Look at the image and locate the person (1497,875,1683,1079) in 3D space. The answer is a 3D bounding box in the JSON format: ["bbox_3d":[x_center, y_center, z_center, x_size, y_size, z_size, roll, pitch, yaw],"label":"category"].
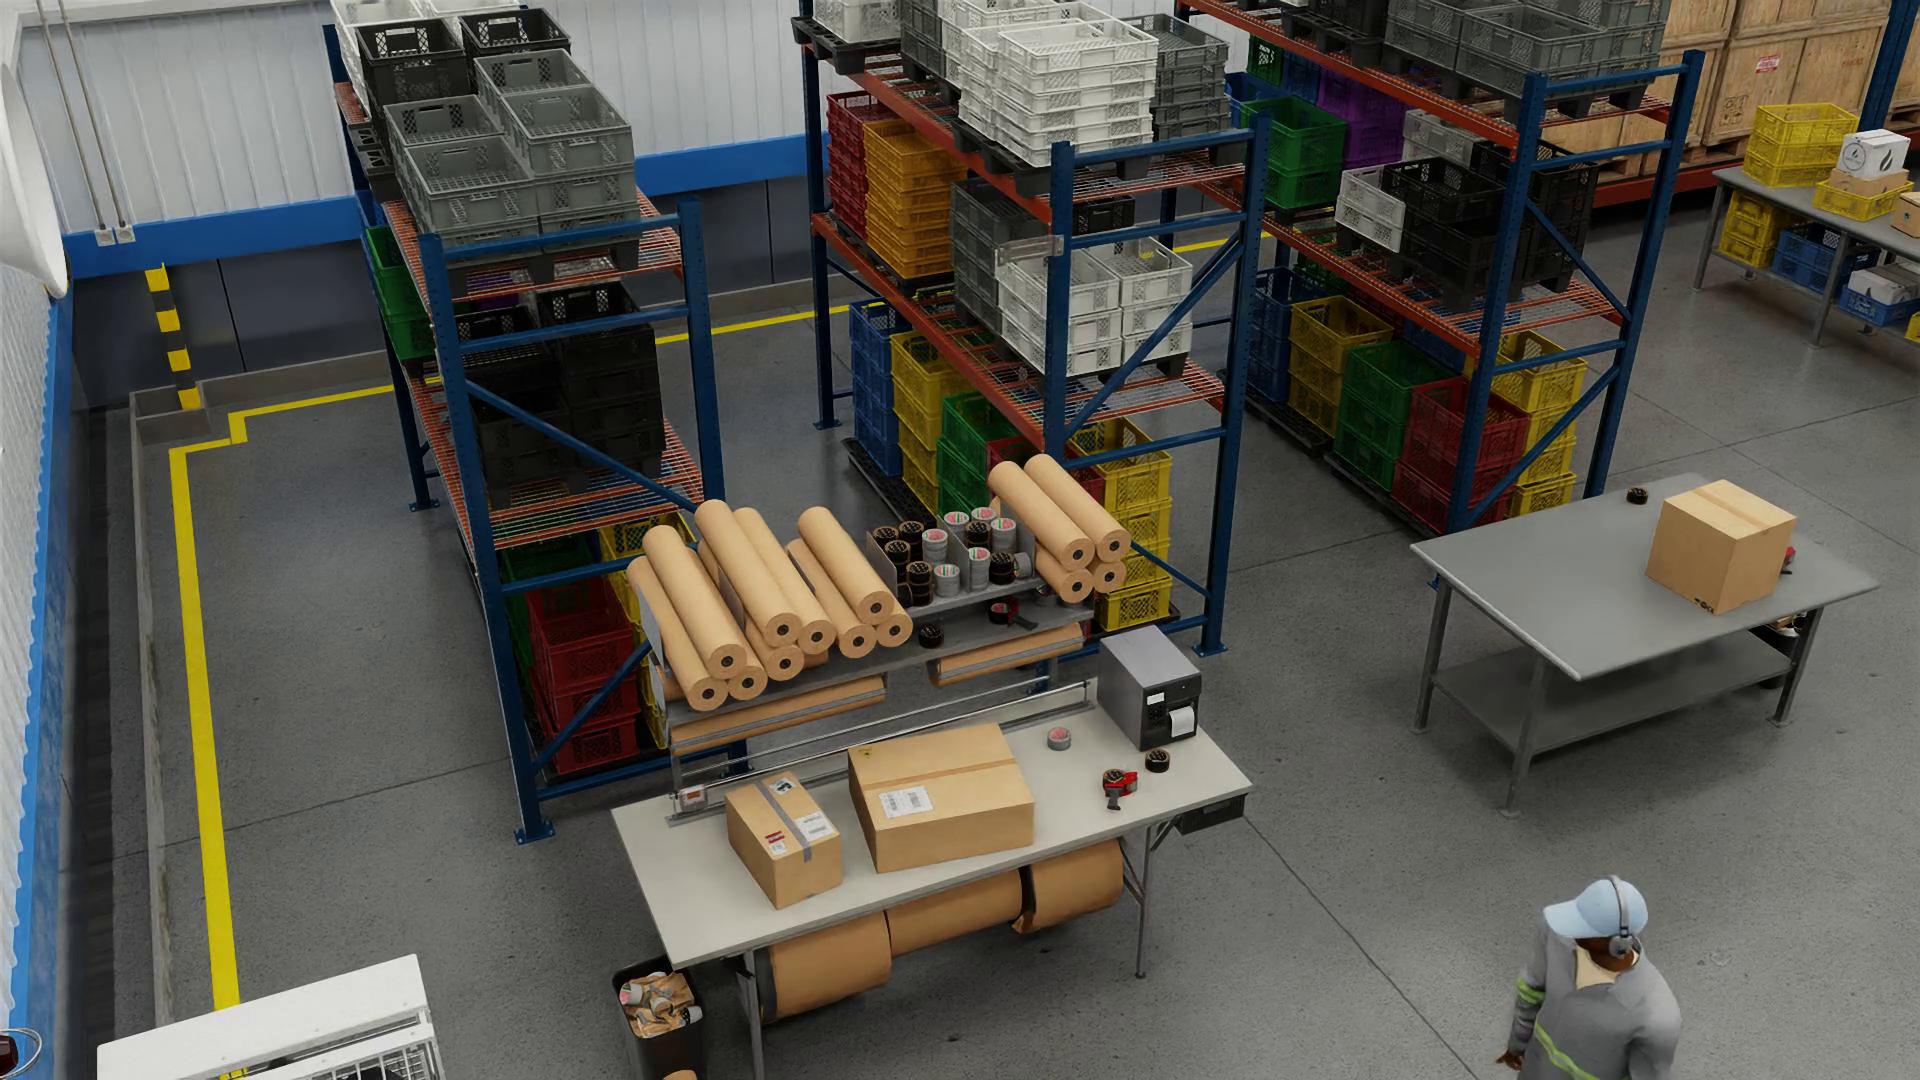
[{"bbox_3d":[2.005,1.820,5.508,0.401,1.848,0.590,-13,34,-20],"label":"person"}]
